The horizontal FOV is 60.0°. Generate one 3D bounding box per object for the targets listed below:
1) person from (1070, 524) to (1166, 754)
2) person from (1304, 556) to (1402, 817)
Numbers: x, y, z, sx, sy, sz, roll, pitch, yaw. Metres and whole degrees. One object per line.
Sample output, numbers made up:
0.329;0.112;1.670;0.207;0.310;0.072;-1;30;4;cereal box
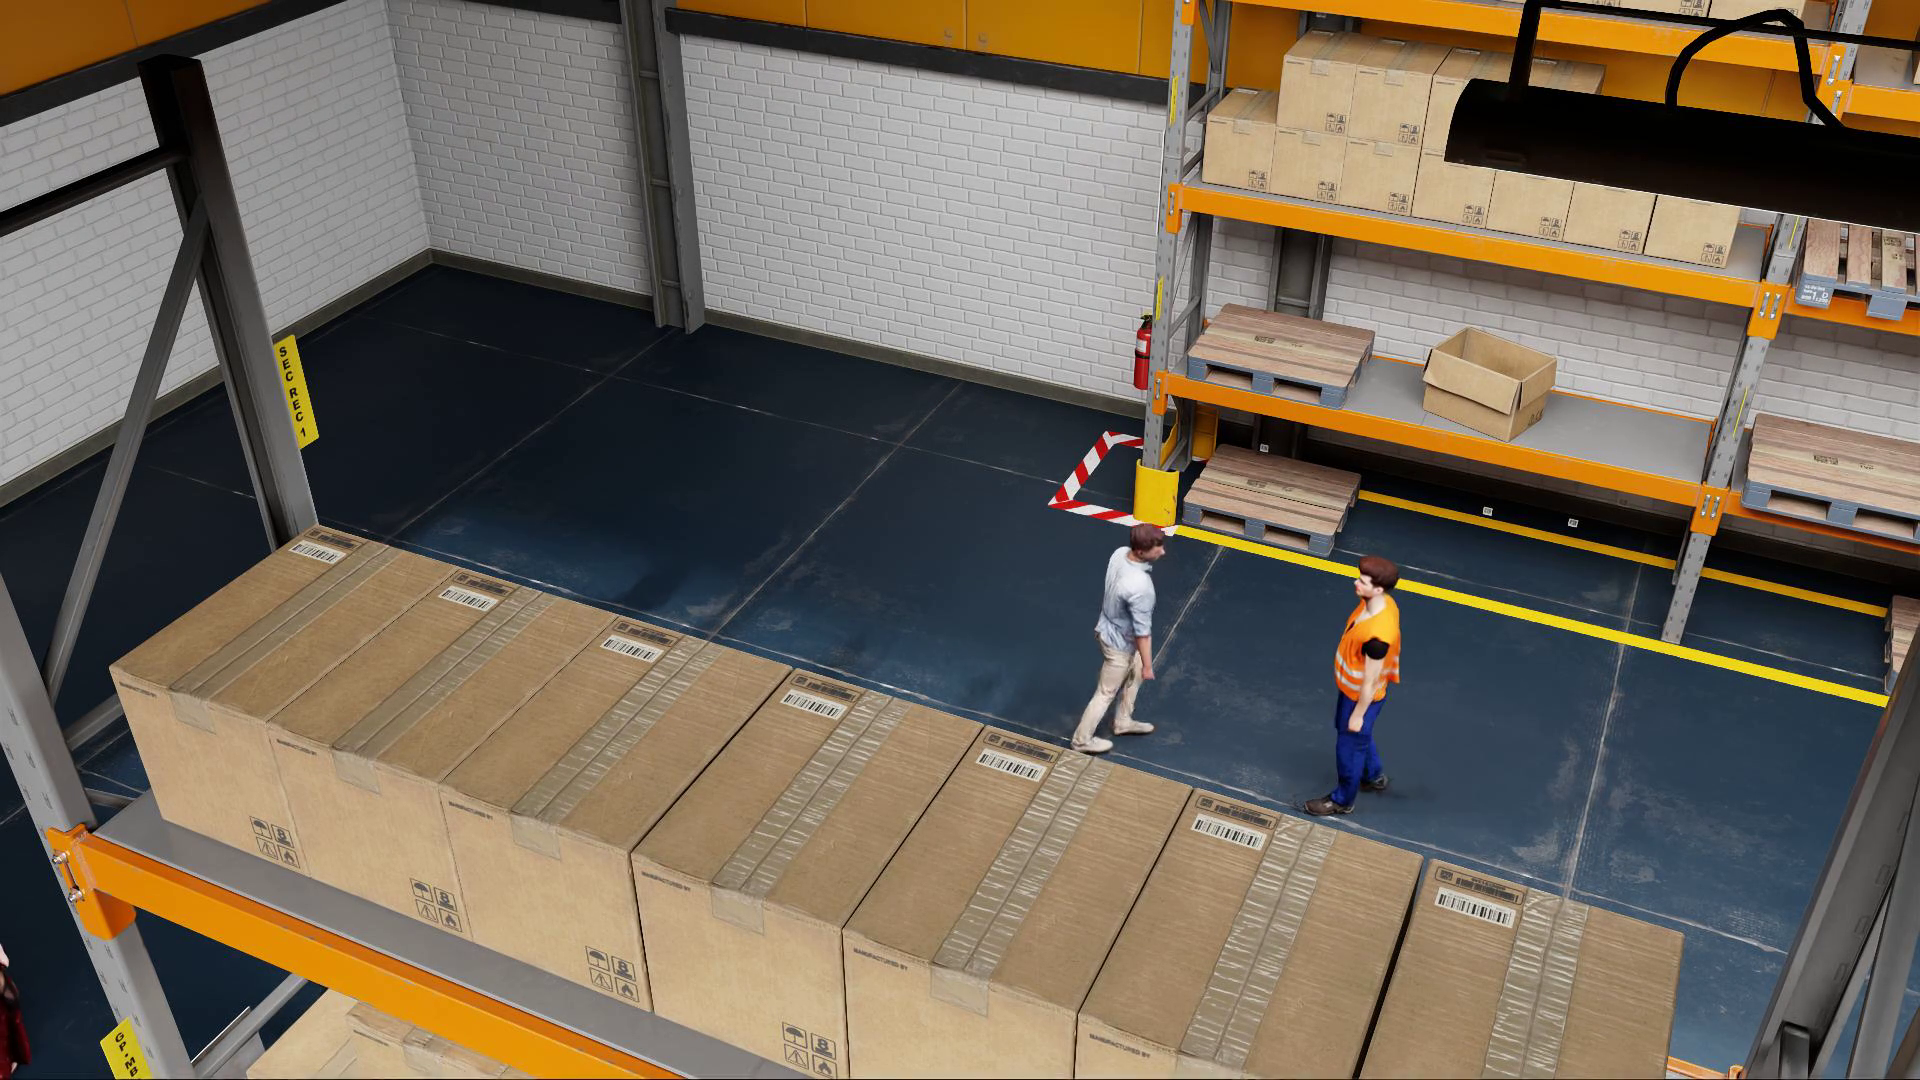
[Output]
0.947;0.634;10.514;0.967;1.806;0.879;-8;34;-11;person
2.468;0.882;10.060;0.858;1.896;0.803;5;34;7;person
